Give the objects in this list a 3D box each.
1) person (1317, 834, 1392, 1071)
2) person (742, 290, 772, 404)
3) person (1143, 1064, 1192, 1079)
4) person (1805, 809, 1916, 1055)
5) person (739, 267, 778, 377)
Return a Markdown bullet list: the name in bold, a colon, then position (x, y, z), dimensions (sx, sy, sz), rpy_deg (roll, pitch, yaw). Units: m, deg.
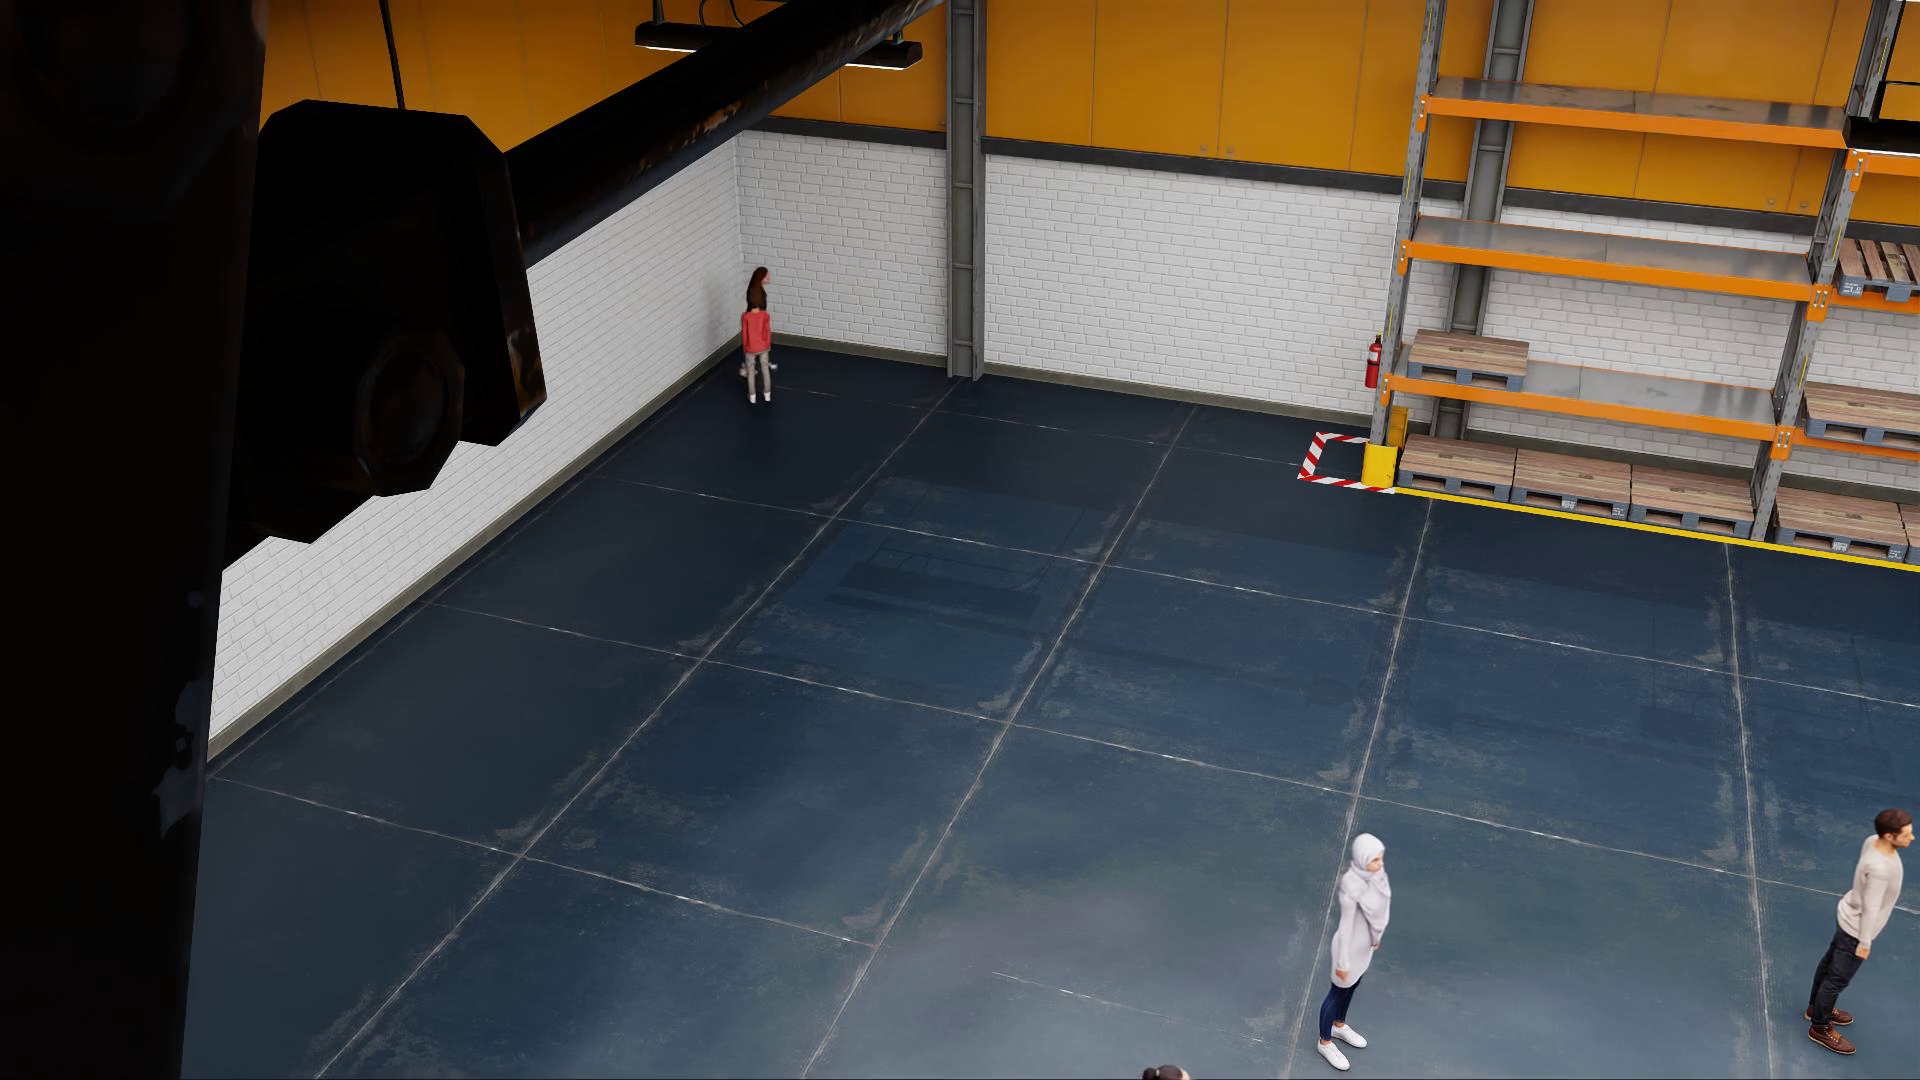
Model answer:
- **person**: position (2.547, 2.625, 10.763), dimensions (0.661, 1.775, 0.686), rpy_deg (23, 36, 36)
- **person**: position (-2.485, -2.364, 20.285), dimensions (0.568, 1.415, 0.638), rpy_deg (-10, 30, -18)
- **person**: position (1.127, 3.534, 9.227), dimensions (0.684, 1.651, 0.673), rpy_deg (-5, 29, -9)
- **person**: position (5.877, 2.507, 10.885), dimensions (0.571, 1.866, 0.674), rpy_deg (12, 31, 21)
- **person**: position (-2.650, -2.747, 20.961), dimensions (0.834, 1.440, 0.751), rpy_deg (-8, 30, -13)
